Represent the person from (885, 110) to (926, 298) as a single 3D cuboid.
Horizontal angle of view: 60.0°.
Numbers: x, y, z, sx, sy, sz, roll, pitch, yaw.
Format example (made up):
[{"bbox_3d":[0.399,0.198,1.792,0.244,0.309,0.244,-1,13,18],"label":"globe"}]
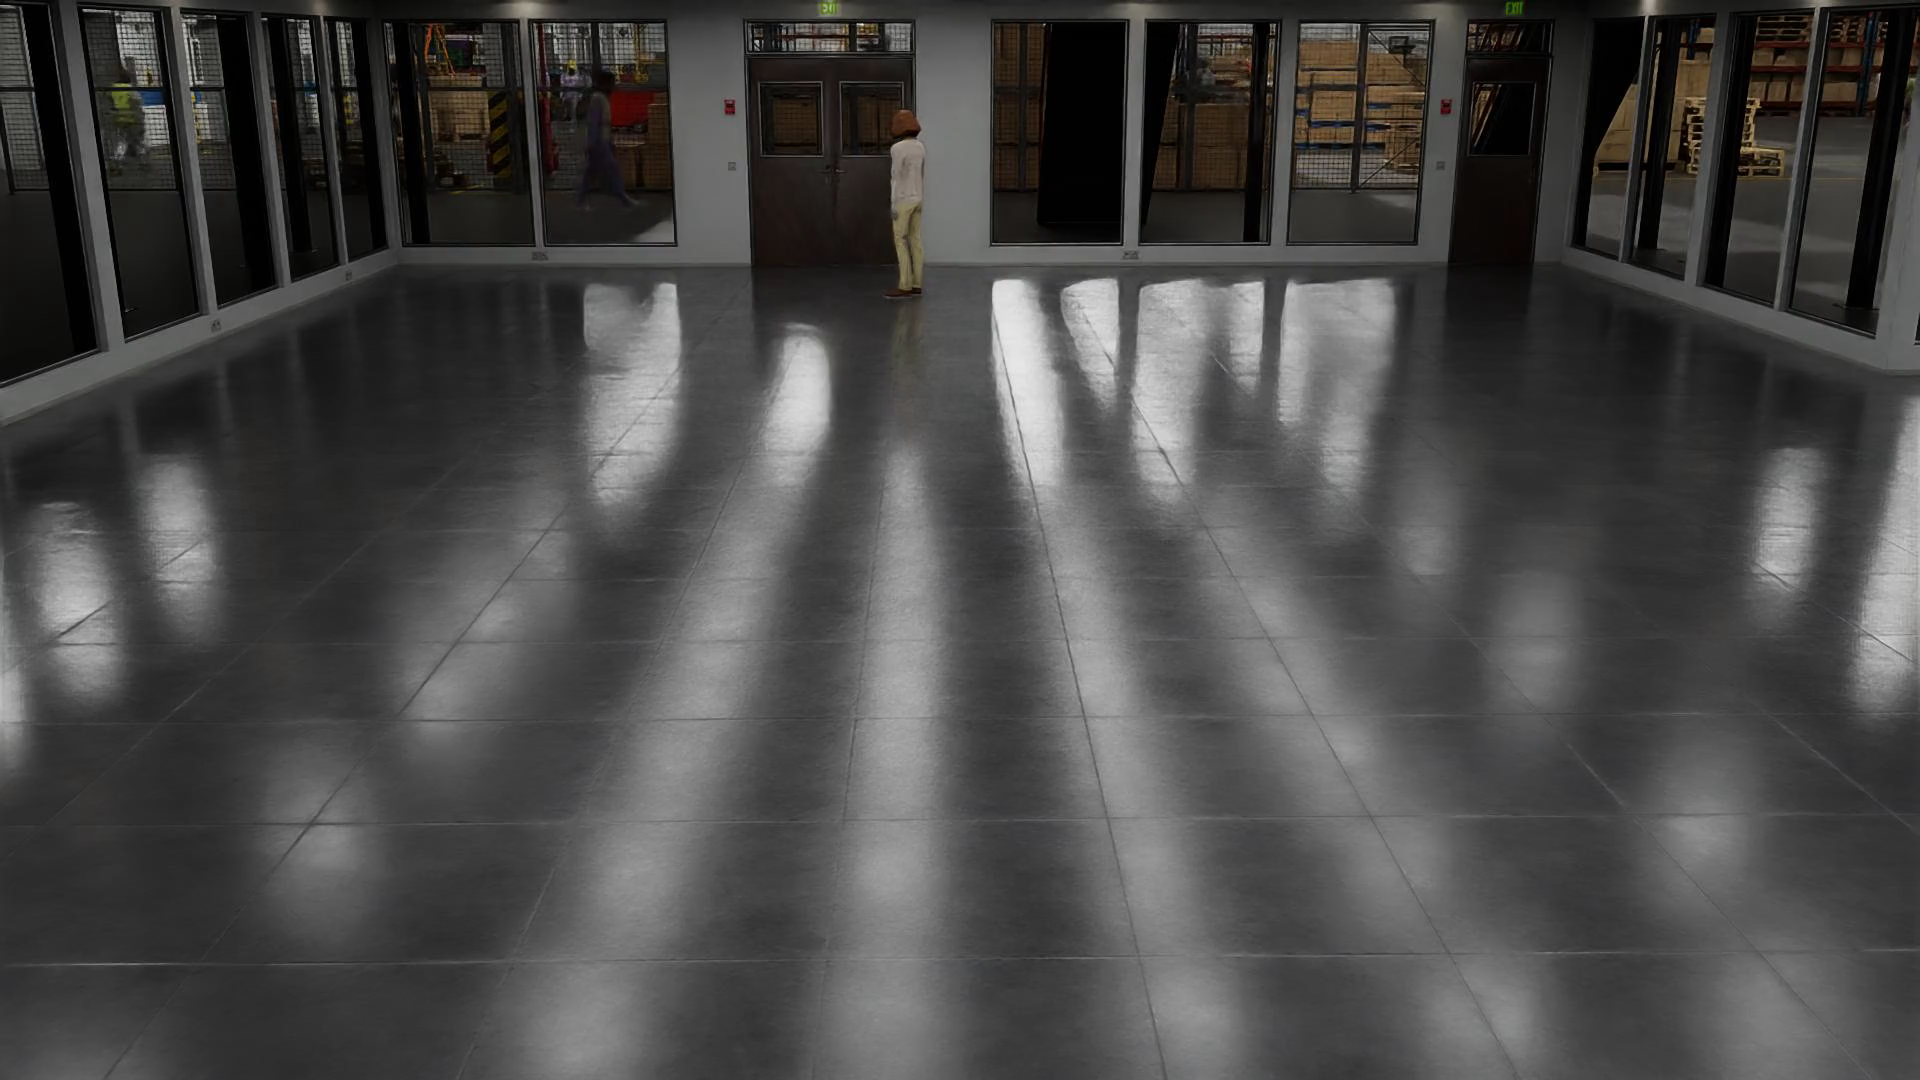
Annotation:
[{"bbox_3d":[-0.478,-2.946,14.624,0.296,1.625,0.509,9,18,27],"label":"person"}]
